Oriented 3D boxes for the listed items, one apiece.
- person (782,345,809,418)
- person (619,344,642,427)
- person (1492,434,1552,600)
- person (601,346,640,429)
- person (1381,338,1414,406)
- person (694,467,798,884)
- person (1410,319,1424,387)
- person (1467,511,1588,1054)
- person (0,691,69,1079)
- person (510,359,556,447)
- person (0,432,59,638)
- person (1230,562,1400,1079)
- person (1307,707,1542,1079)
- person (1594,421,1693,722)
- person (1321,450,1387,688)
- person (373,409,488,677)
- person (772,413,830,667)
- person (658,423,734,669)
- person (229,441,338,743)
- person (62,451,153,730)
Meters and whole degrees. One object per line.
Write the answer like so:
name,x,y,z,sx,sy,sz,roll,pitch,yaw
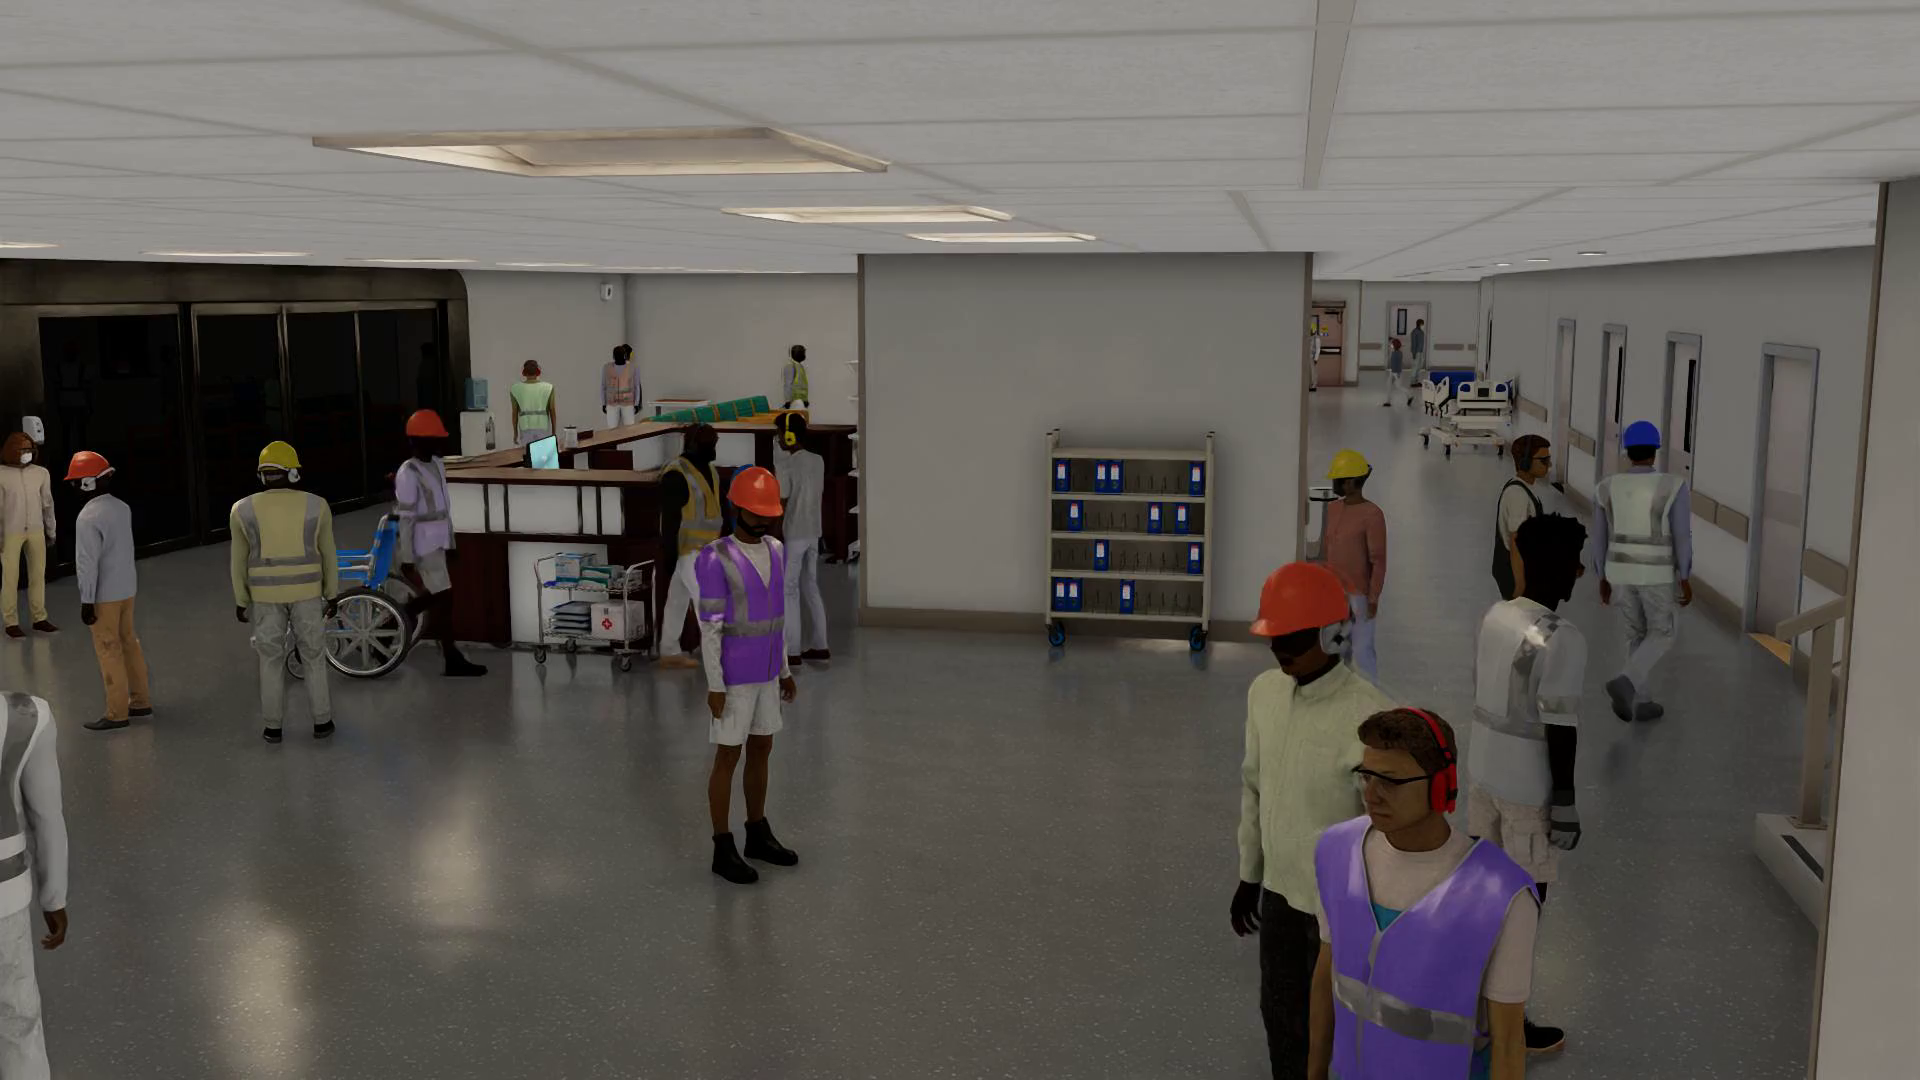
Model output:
person,-2.622,-2.341,27.774,0.847,1.807,0.658,1,9,8
person,-5.448,-2.265,27.115,0.523,1.861,0.314,-2,9,-12
person,3.514,0.251,10.452,0.326,1.843,0.515,3,9,19
person,-5.424,-2.176,26.584,0.627,1.844,0.429,0,9,-3
person,10.270,-3.921,38.955,0.721,1.620,0.513,-2,9,-10
person,-0.968,0.616,7.767,0.374,1.928,0.542,6,11,35
person,12.853,-5.248,46.702,0.388,1.927,0.640,7,11,37
person,2.060,0.865,6.064,0.393,1.953,0.615,-1,9,-8
person,-2.931,1.080,4.881,0.577,1.878,0.341,-7,11,-38
person,-5.484,-1.399,21.420,0.567,1.845,0.389,-2,9,-15
person,-7.410,-0.044,13.166,0.285,1.628,0.504,5,10,32
person,1.151,1.023,4.973,0.684,1.965,0.610,-5,10,-28
person,1.025,1.269,3.756,0.382,1.839,0.565,-7,11,-37
person,4.228,0.221,10.419,0.663,1.916,0.630,-7,11,-41
person,2.397,0.320,10.277,0.328,1.765,0.532,-4,10,-26
person,-3.819,0.026,11.749,0.848,1.917,0.547,0,9,2
person,-1.178,-0.003,12.134,0.363,1.855,0.538,6,10,34
person,-1.801,0.070,11.799,0.873,1.794,0.657,2,9,13
person,-4.087,0.315,10.092,0.601,1.827,0.403,-4,9,-22
person,-5.367,0.311,10.412,0.369,1.741,0.562,0,9,-3
